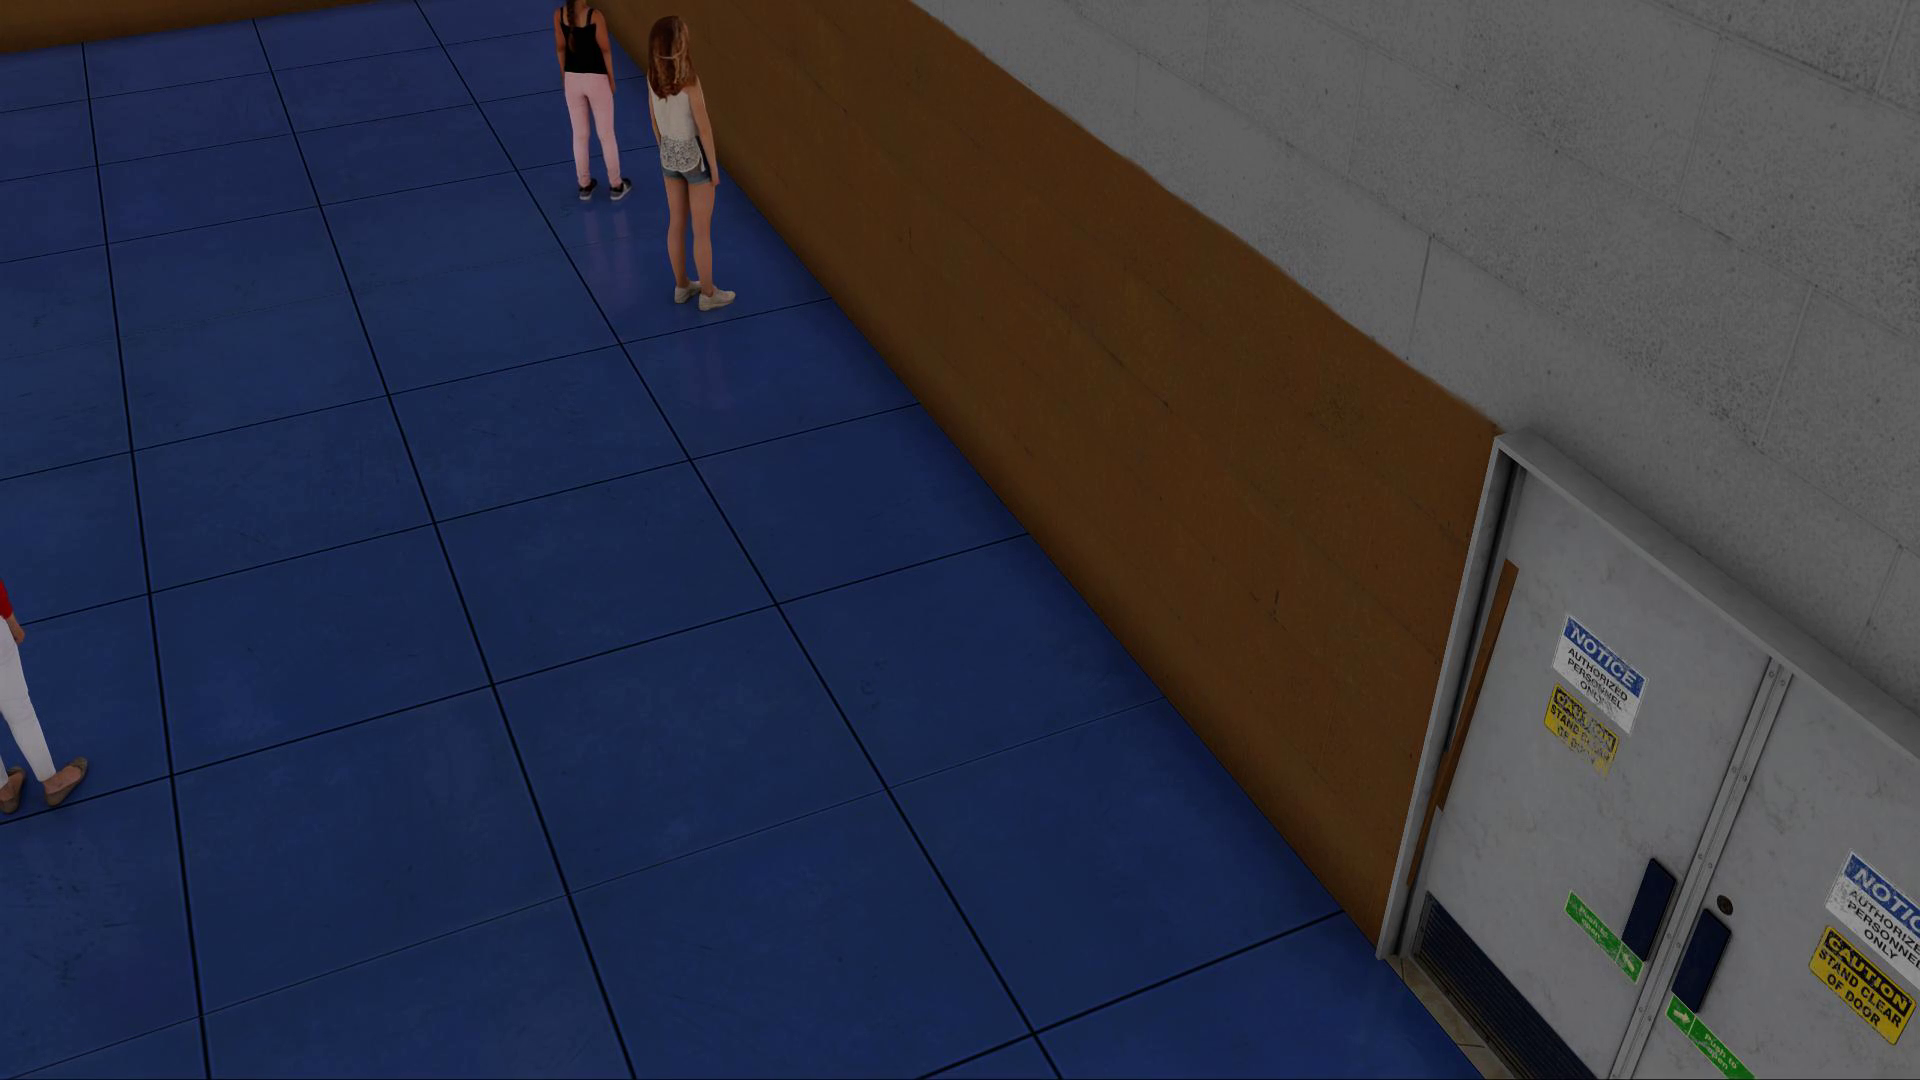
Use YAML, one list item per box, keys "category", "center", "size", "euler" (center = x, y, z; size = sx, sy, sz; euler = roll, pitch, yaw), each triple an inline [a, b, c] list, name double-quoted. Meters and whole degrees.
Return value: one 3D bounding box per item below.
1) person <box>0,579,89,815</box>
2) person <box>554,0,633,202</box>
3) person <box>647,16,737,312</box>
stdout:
- category: "person"
  center: [-3.797, 0.363, 6.327]
  size: [0.555, 1.694, 0.669]
  euler: [-6, 37, -8]
- category: "person"
  center: [-2.441, -2.988, 10.901]
  size: [0.582, 1.561, 0.675]
  euler: [2, 37, 2]
- category: "person"
  center: [-1.597, -2.164, 9.638]
  size: [0.651, 1.759, 0.673]
  euler: [22, 42, 26]
